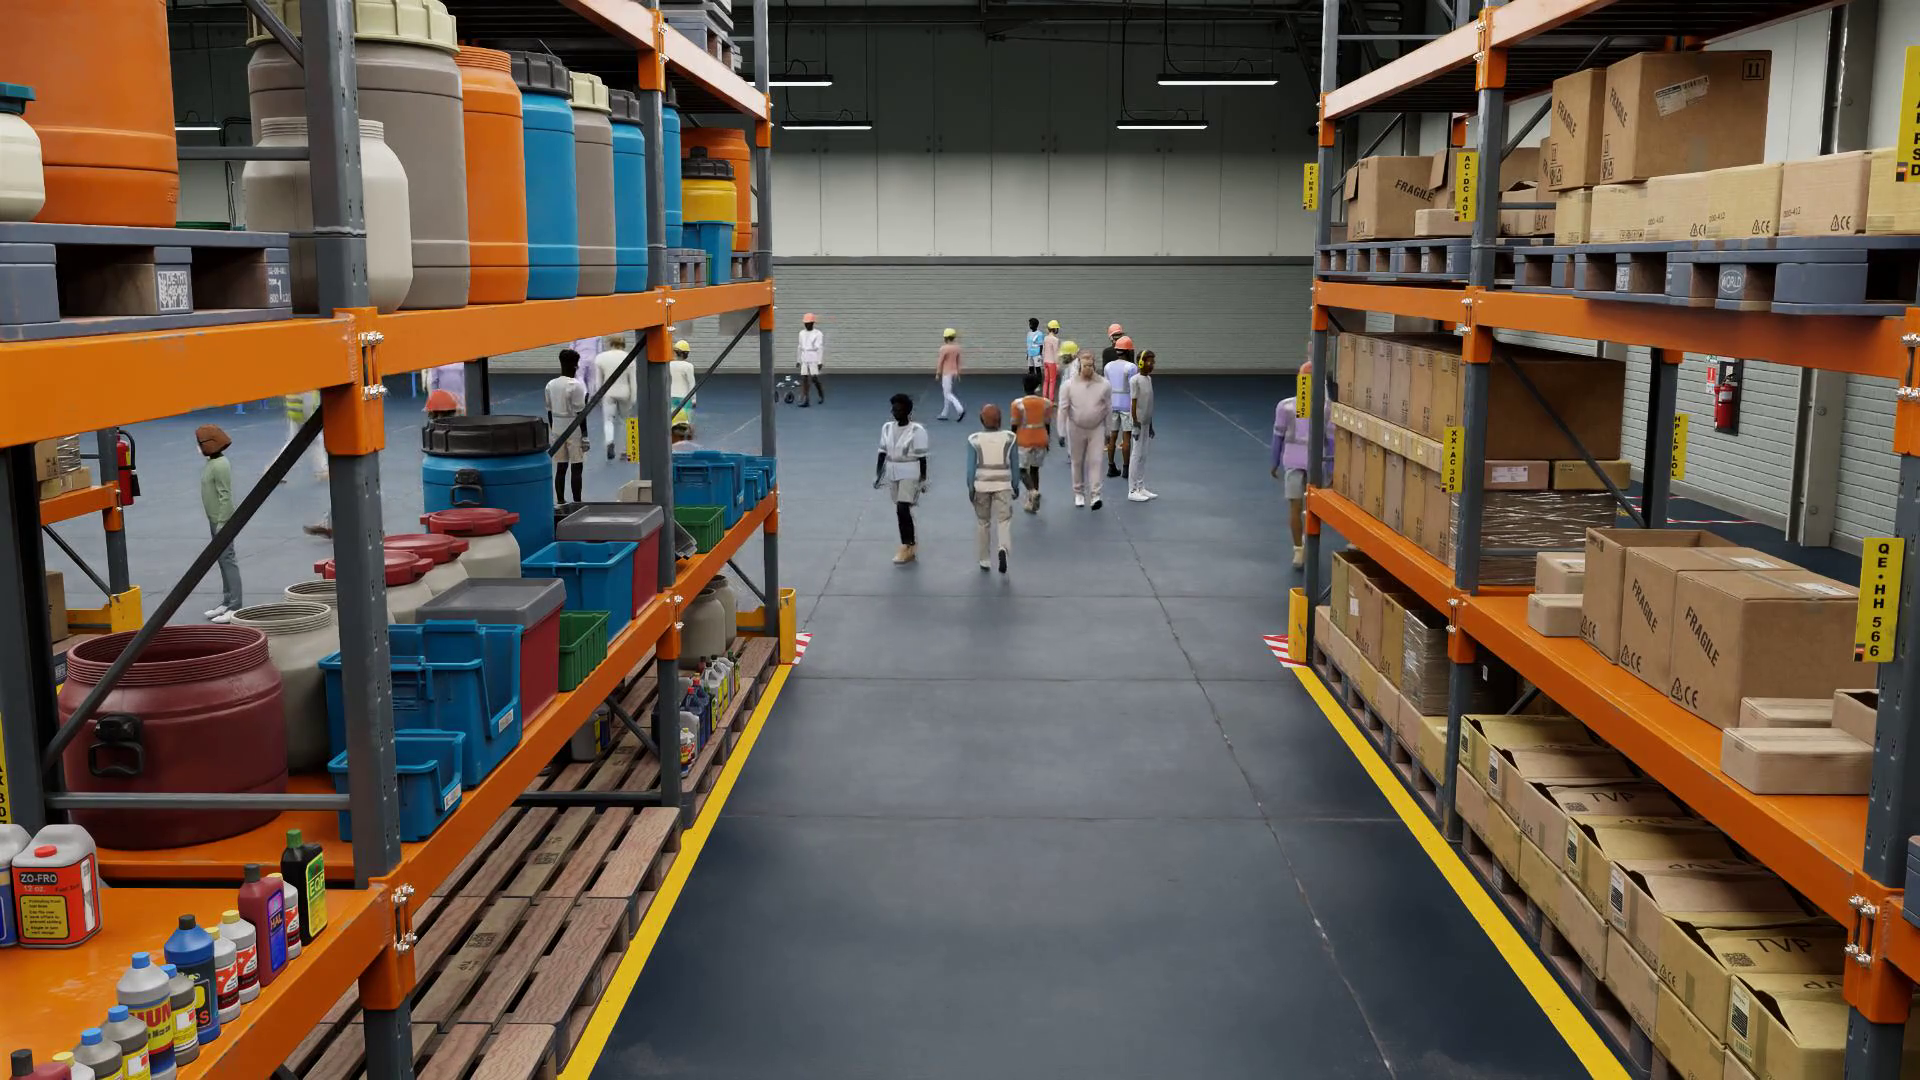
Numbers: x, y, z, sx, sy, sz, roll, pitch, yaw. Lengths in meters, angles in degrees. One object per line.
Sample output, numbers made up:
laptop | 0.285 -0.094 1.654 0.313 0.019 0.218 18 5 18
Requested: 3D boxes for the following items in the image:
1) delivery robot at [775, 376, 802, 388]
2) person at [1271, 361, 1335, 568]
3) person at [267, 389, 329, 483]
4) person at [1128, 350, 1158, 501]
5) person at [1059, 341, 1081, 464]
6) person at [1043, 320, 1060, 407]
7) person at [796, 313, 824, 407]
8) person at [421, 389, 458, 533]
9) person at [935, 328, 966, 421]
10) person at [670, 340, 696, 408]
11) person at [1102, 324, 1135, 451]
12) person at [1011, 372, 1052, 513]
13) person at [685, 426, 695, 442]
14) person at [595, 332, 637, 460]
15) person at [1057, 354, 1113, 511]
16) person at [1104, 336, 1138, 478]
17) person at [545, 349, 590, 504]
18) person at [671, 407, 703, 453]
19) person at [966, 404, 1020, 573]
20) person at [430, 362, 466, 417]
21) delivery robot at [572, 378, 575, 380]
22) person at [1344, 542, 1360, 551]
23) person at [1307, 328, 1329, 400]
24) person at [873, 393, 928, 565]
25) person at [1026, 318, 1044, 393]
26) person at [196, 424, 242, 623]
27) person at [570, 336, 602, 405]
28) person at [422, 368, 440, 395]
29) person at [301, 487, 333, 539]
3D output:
delivery robot | -3.648 -3.356 35.263 0.335 0.223 0.698 7 12 34
person | 3.387 -0.758 16.351 0.611 1.987 1.052 1 10 5
person | -8.869 -1.665 22.316 0.632 1.814 0.863 9 13 42
person | 2.289 -1.435 20.760 0.329 1.871 0.510 5 11 28
person | 1.682 -2.064 24.778 0.406 1.795 0.808 0 9 2
person | 1.903 -3.627 34.194 0.325 1.767 0.533 -5 11 -27
person | -3.098 -3.705 34.167 0.564 1.926 0.548 6 11 30
person | -4.280 -0.343 14.176 1.013 1.893 0.557 2 10 9
person | -0.159 -3.082 30.981 0.782 1.740 0.521 8 12 39
person | -4.249 -2.171 25.479 0.533 1.765 0.331 6 11 30
person | 2.466 -2.401 26.191 0.609 1.985 0.392 -5 11 -30
person | 0.860 -1.130 19.534 0.534 1.672 0.577 -4 10 -22
person | -2.340 -0.161 13.864 0.384 1.626 0.534 -9 13 -43
person | -5.099 -2.129 24.747 0.635 1.922 0.756 -1 10 -7
person | 1.503 -1.286 19.891 0.671 1.849 0.994 0 9 -1
person | 2.247 -1.837 22.953 0.551 1.936 0.356 8 12 39
person | -4.510 -1.226 19.235 0.602 1.959 0.368 6 11 34
person | -2.257 -0.160 13.330 0.424 1.806 0.598 5 11 28
person | 0.317 -0.486 15.815 0.518 1.615 0.682 0 9 0
person | -7.343 -2.025 24.107 0.644 1.920 0.655 -2 10 -13
delivery robot | -8.502 -3.361 36.069 0.707 0.478 0.477 9 13 43
person | 4.220 -0.753 16.851 0.632 1.817 0.430 1 9 3
person | 7.404 -3.641 34.770 0.537 1.588 0.884 -8 12 -38
person | -0.609 -0.596 16.317 0.541 1.674 0.661 8 13 41
person | 1.694 -4.219 37.954 0.321 1.693 0.530 -7 12 -37
person | -6.116 -0.144 13.726 0.286 1.633 0.498 -6 11 -31
person | -7.682 -3.698 34.227 0.662 1.891 0.642 -4 10 -25
person | -9.294 -2.772 29.520 0.506 1.621 0.429 -2 10 -10
person | -6.614 -0.928 17.595 0.900 1.906 0.655 -3 10 -17
